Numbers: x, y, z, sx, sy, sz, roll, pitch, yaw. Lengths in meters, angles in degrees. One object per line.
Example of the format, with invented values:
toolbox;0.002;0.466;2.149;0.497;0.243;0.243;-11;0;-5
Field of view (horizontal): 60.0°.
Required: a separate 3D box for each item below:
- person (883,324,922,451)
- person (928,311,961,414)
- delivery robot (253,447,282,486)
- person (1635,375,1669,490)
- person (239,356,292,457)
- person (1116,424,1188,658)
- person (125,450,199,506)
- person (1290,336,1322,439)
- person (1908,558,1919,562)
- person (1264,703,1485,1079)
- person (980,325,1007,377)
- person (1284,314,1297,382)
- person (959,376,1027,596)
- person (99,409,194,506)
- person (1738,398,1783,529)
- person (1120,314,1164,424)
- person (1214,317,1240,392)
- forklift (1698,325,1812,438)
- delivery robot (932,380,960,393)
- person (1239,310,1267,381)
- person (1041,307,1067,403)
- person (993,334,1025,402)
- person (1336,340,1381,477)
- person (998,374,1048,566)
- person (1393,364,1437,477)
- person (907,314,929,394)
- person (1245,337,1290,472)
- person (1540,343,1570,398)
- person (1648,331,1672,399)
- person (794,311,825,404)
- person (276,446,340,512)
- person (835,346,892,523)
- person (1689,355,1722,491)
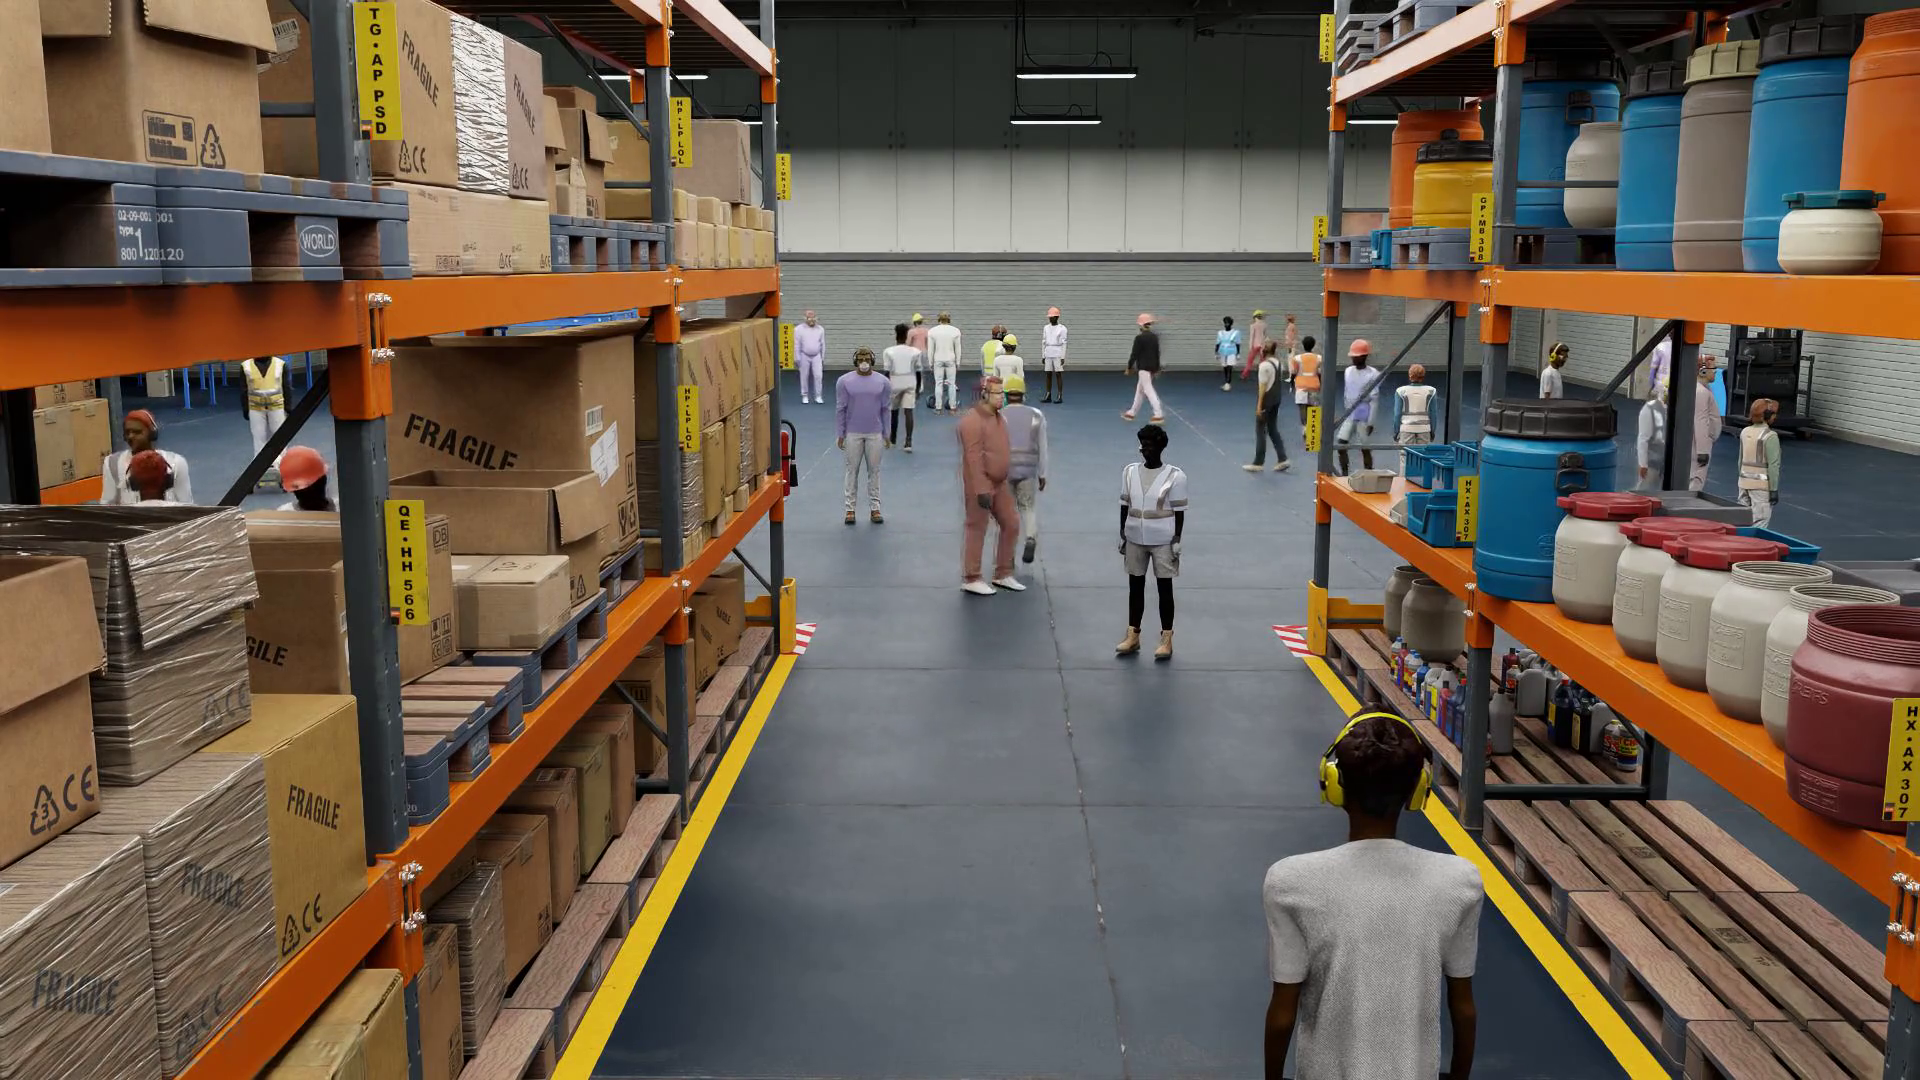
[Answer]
person;-0.881;-2.338;25.445;0.626;1.906;1.040;-2;10;-11
person;-0.297;-3.355;31.446;0.629;1.940;0.379;0;9;0
delivery robot;-8.716;-0.933;20.920;0.477;0.478;0.707;-4;10;-20
person;7.018;-0.783;16.524;0.627;1.770;0.944;-2;10;-11
person;-9.317;-1.779;22.340;0.647;1.834;0.432;-3;10;-19
person;1.383;0.004;12.061;0.532;1.694;0.319;6;11;30
person;-4.397;0.422;9.185;0.584;1.837;1.027;-2;10;-11
person;5.653;-2.485;27.061;0.537;1.668;0.817;0;9;0
person;4.251;0.683;7.238;0.629;1.936;1.043;0;9;-2
person;0.924;1.292;3.820;0.513;1.872;0.328;0;9;-3
person;0.622;-2.553;26.951;0.430;1.839;0.619;-8;12;-40
person;7.904;-4.594;39.820;0.335;1.620;0.521;1;10;5
person;0.307;-0.454;14.222;0.626;1.889;0.651;6;11;30
person;-5.656;0.019;11.537;0.577;1.829;0.991;0;9;1
person;7.181;-0.456;14.973;0.307;1.641;0.514;-1;10;-9
person;3.277;-3.052;29.648;1.014;1.943;0.609;7;12;37
person;5.863;-4.078;36.624;0.552;1.646;0.875;6;11;33
forklift;13.248;-3.165;27.620;1.129;2.768;1.873;0;9;1
delivery robot;-0.268;-3.030;32.709;0.335;0.223;0.698;6;12;34
person;7.094;-4.647;39.883;0.546;1.706;0.901;-5;11;-28
person;1.906;-3.765;33.903;0.544;1.939;0.354;6;11;31
person;0.751;-2.234;25.250;0.525;1.769;0.314;5;11;30
person;4.822;-1.488;20.350;0.709;1.907;0.578;-7;12;-35
person;0.523;-0.640;15.548;0.607;1.815;0.555;-1;10;-8
person;5.463;-1.292;19.981;0.514;1.641;0.309;1;10;5
person;-0.949;-4.065;36.346;0.546;1.723;0.825;-6;11;-32
person;4.212;-1.847;22.751;0.470;1.852;0.519;8;13;41
person;7.319;-1.499;20.555;0.330;1.863;0.534;5;11;28
person;10.744;-2.315;25.088;0.631;1.983;1.066;3;10;18
person;-2.999;-3.660;33.479;0.660;1.875;0.879;-3;10;-18
person;-3.461;0.415;8.997;0.558;1.886;0.712;-5;11;-28
person;-1.054;-1.164;18.322;0.630;1.940;0.372;-2;10;-11
person;7.629;-0.956;17.176;0.410;1.909;0.642;2;10;10
